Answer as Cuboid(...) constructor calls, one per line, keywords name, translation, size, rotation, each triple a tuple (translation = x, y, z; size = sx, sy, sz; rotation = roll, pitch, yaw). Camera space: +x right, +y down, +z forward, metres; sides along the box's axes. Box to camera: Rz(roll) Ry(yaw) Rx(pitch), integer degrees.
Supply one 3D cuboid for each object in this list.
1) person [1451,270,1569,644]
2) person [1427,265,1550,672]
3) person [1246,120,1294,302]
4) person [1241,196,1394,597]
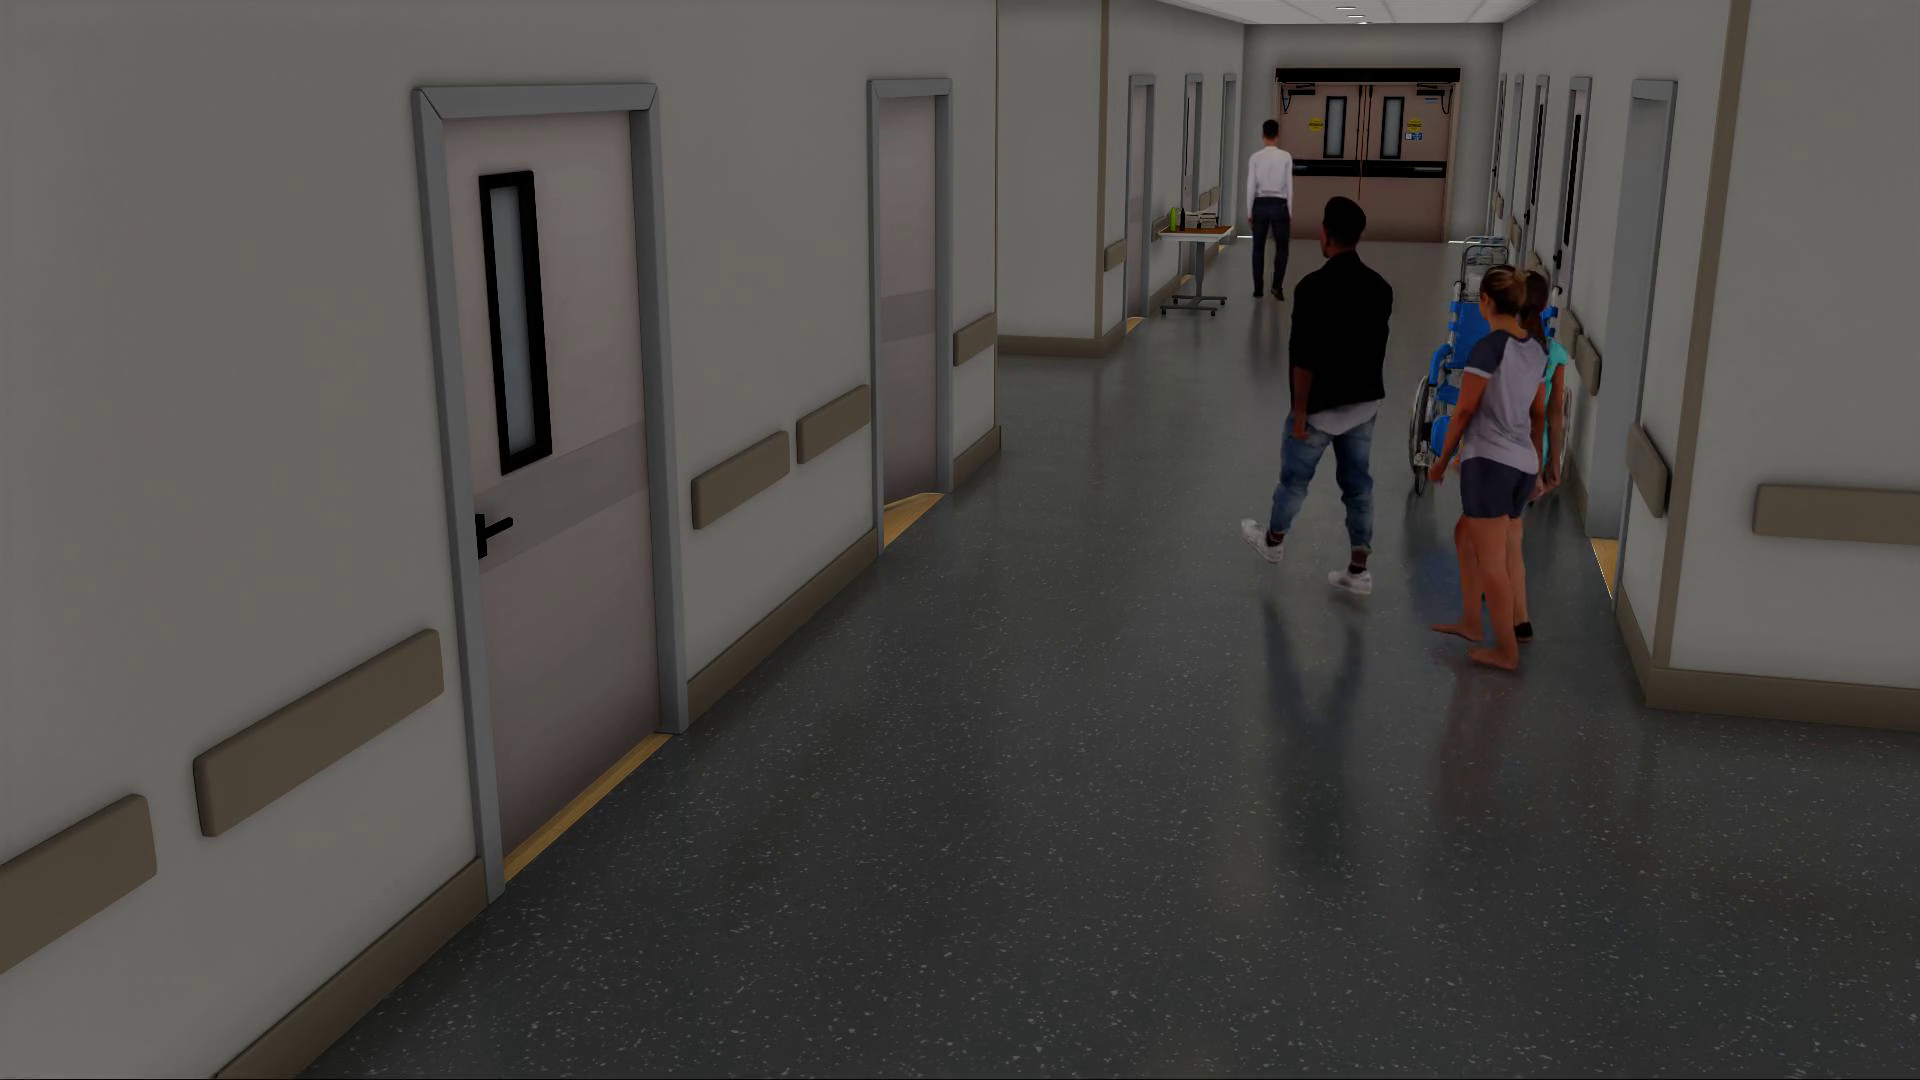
Cuboid(name="person", translation=(2.339, -0.316, 6.964), size=(0.820, 1.513, 1.121), rotation=(-2, 16, -6))
Cuboid(name="person", translation=(2.181, -0.253, 6.570), size=(0.760, 1.604, 0.803), rotation=(-13, 20, -38))
Cuboid(name="person", translation=(3.259, -3.461, 17.453), size=(0.642, 1.874, 0.783), rotation=(4, 16, 13))
Cuboid(name="person", translation=(1.753, -0.608, 7.515), size=(1.097, 1.776, 1.213), rotation=(-7, 17, -22))
